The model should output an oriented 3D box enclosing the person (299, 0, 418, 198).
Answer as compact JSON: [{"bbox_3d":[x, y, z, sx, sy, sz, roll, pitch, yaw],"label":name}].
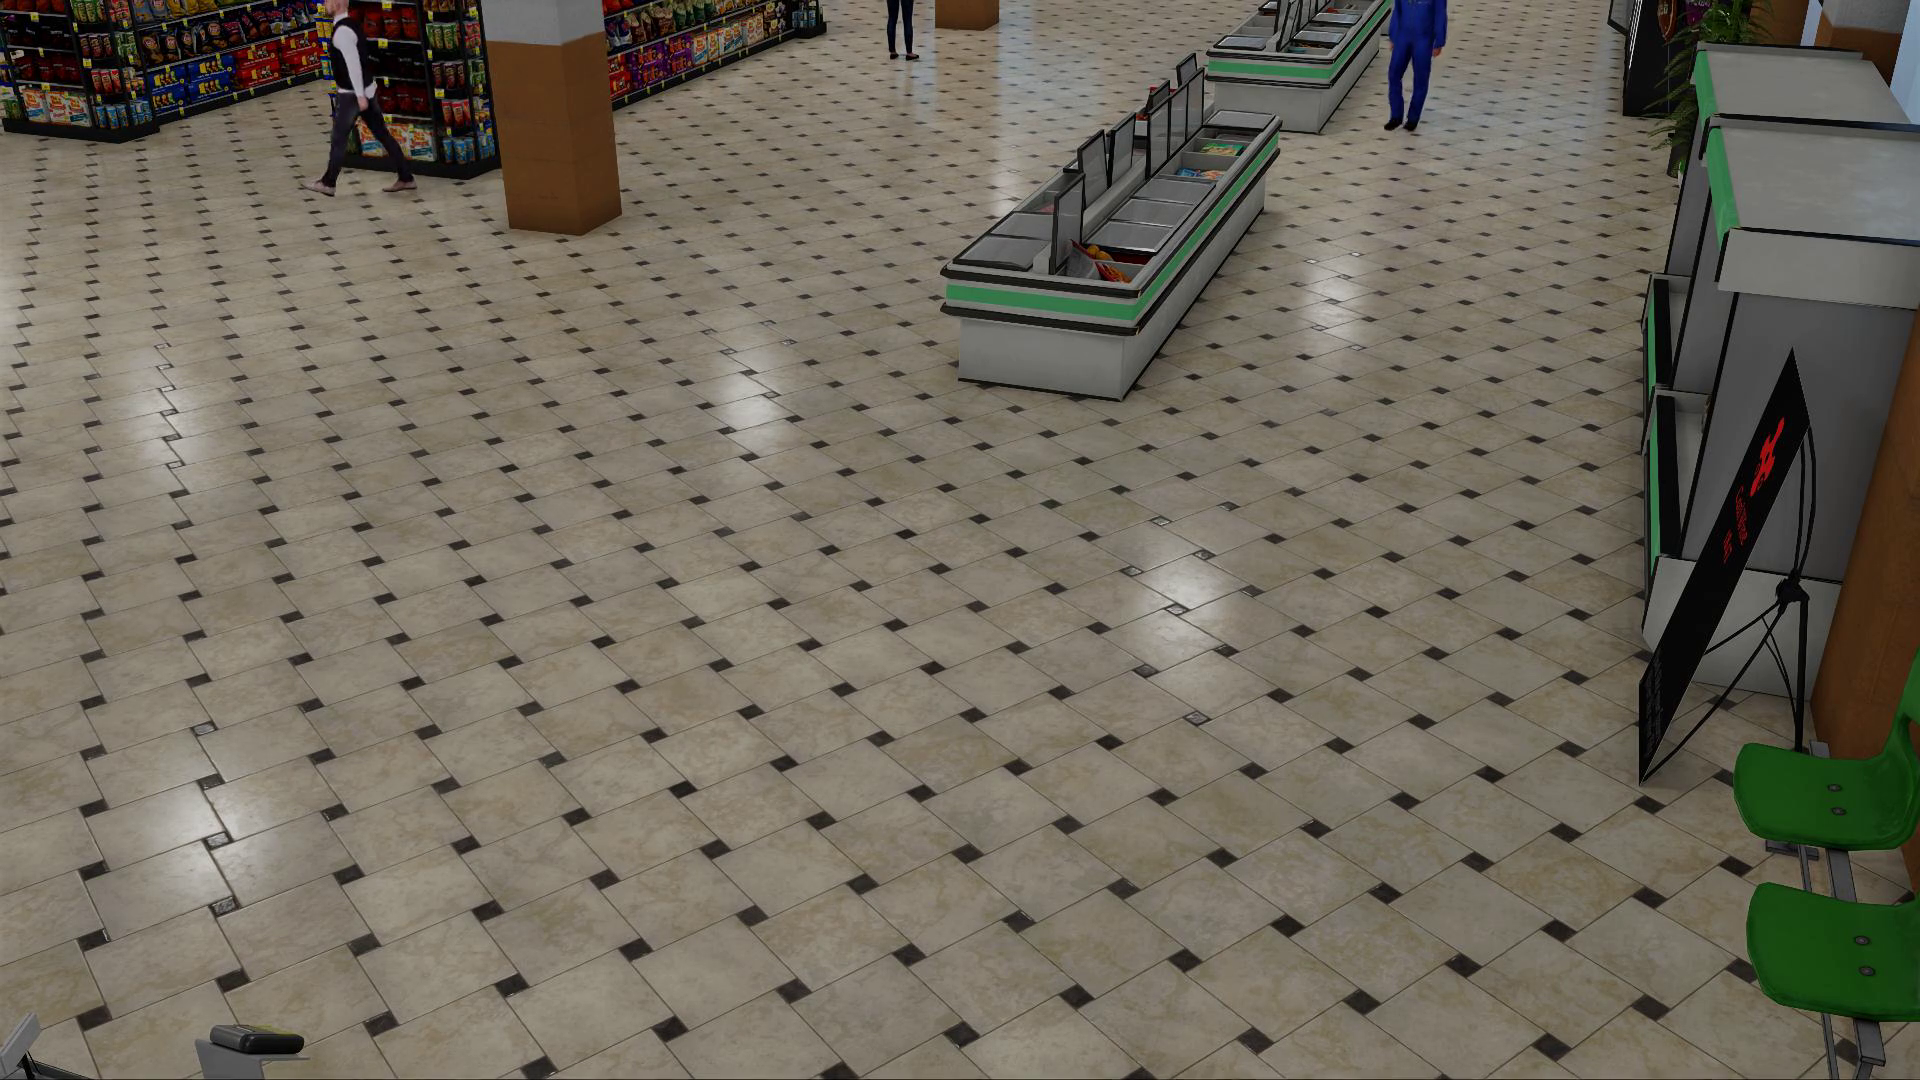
[{"bbox_3d":[-5.196,-3.879,14.596,1.130,1.772,1.255,-4,27,-7],"label":"person"}]

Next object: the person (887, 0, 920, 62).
[{"bbox_3d":[-0.742,-6.772,20.355,0.589,1.722,0.517,11,29,21],"label":"person"}]

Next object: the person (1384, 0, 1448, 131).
[{"bbox_3d":[4.678,-5.102,16.972,0.852,1.804,0.833,15,31,28],"label":"person"}]
